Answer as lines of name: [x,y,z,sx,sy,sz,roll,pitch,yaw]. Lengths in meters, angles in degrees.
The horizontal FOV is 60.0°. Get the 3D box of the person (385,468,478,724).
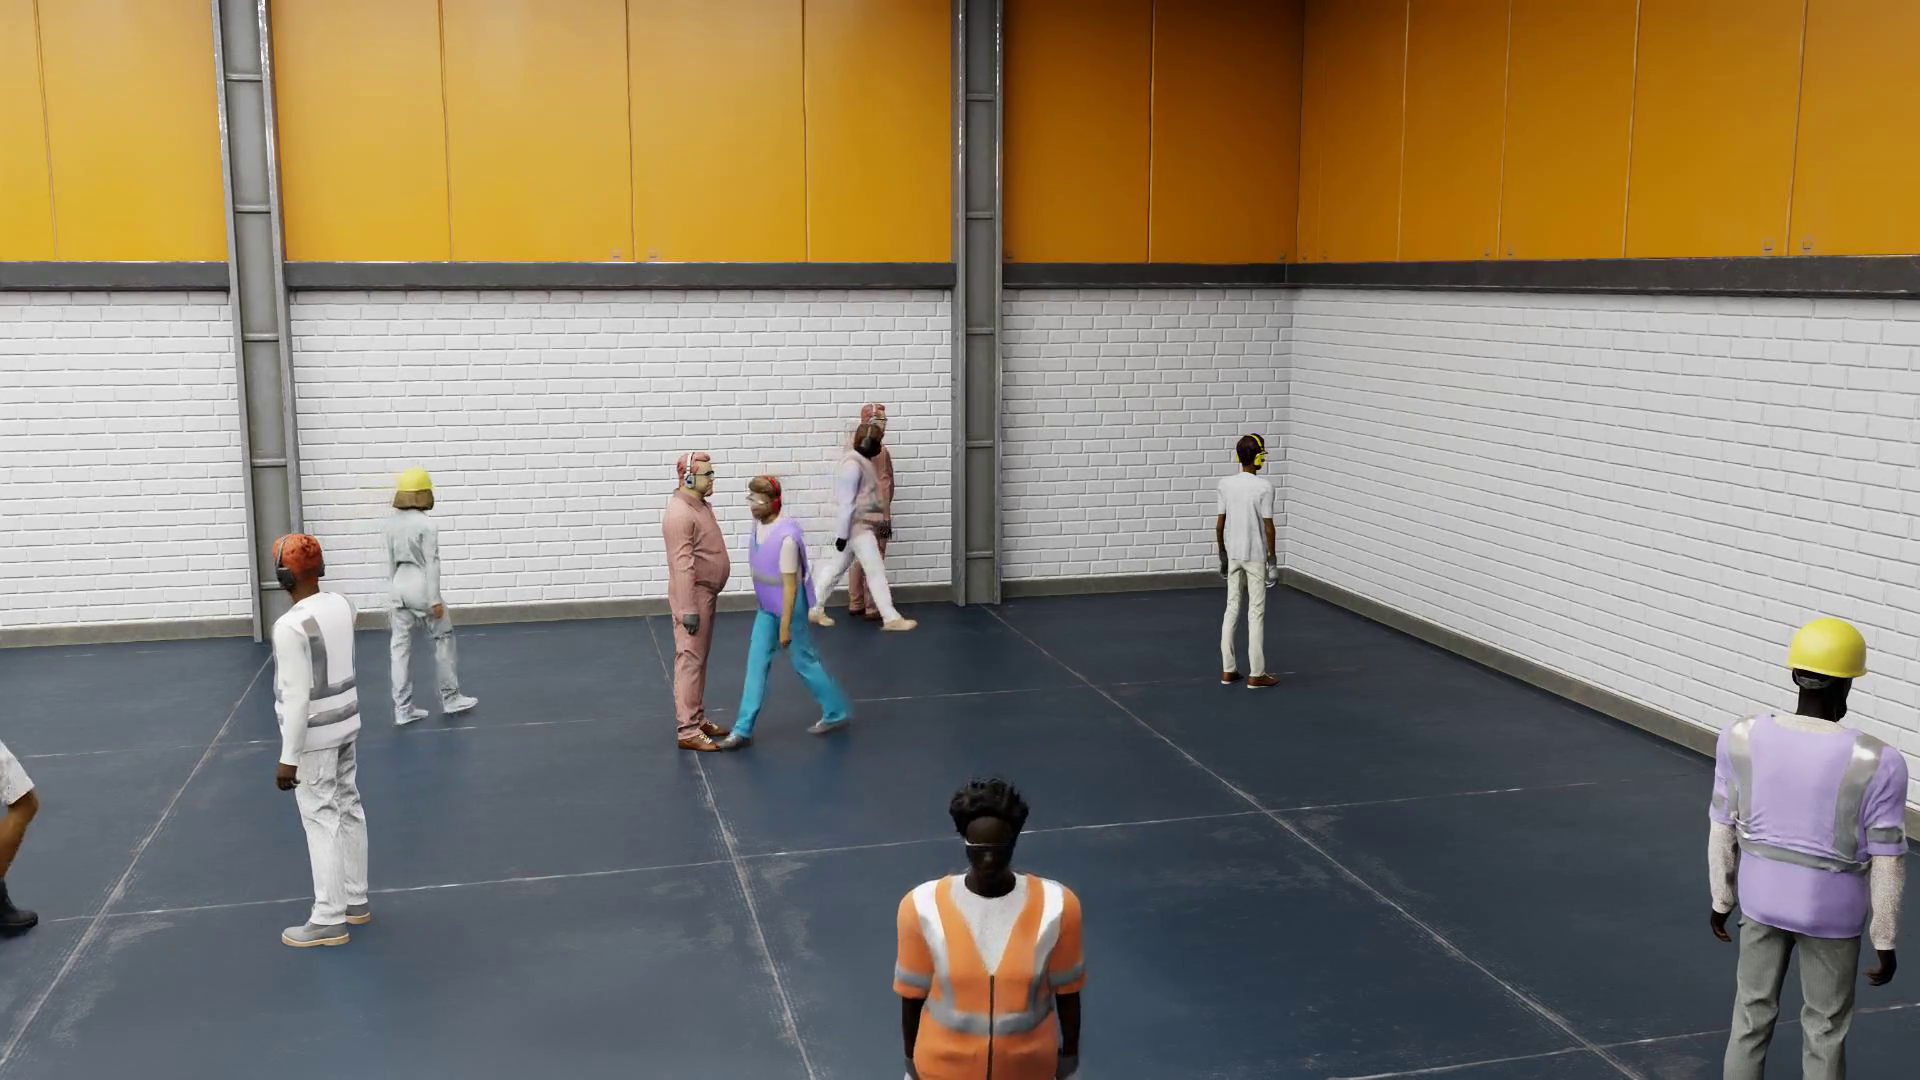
person: [-3.629,0.360,11.360,0.507,1.717,0.711,5,10,27]

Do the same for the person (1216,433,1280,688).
person: [2.119,0.151,12.227,0.519,1.874,0.326,8,12,42]

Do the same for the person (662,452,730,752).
person: [-1.675,0.384,10.661,0.410,1.909,0.642,0,9,-1]

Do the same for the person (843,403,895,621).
person: [-0.768,-0.249,14.621,0.401,1.904,0.650,-5,11,-30]

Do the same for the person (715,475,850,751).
person: [-1.151,0.451,10.686,0.952,1.777,0.621,-6,11,-34]

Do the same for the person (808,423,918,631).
person: [-0.896,-0.107,14.152,0.996,1.790,0.633,0,9,2]

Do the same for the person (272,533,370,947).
person: [-2.911,0.896,7.534,0.358,1.885,0.572,1,9,8]

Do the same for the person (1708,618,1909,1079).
person: [2.775,1.205,5.476,0.594,1.926,0.366,9,13,43]

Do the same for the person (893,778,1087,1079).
person: [0.081,1.456,4.694,0.540,1.678,0.661,0,9,-2]

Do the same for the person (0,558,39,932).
person: [-4.458,0.870,7.565,0.569,1.924,0.496,7,11,36]
